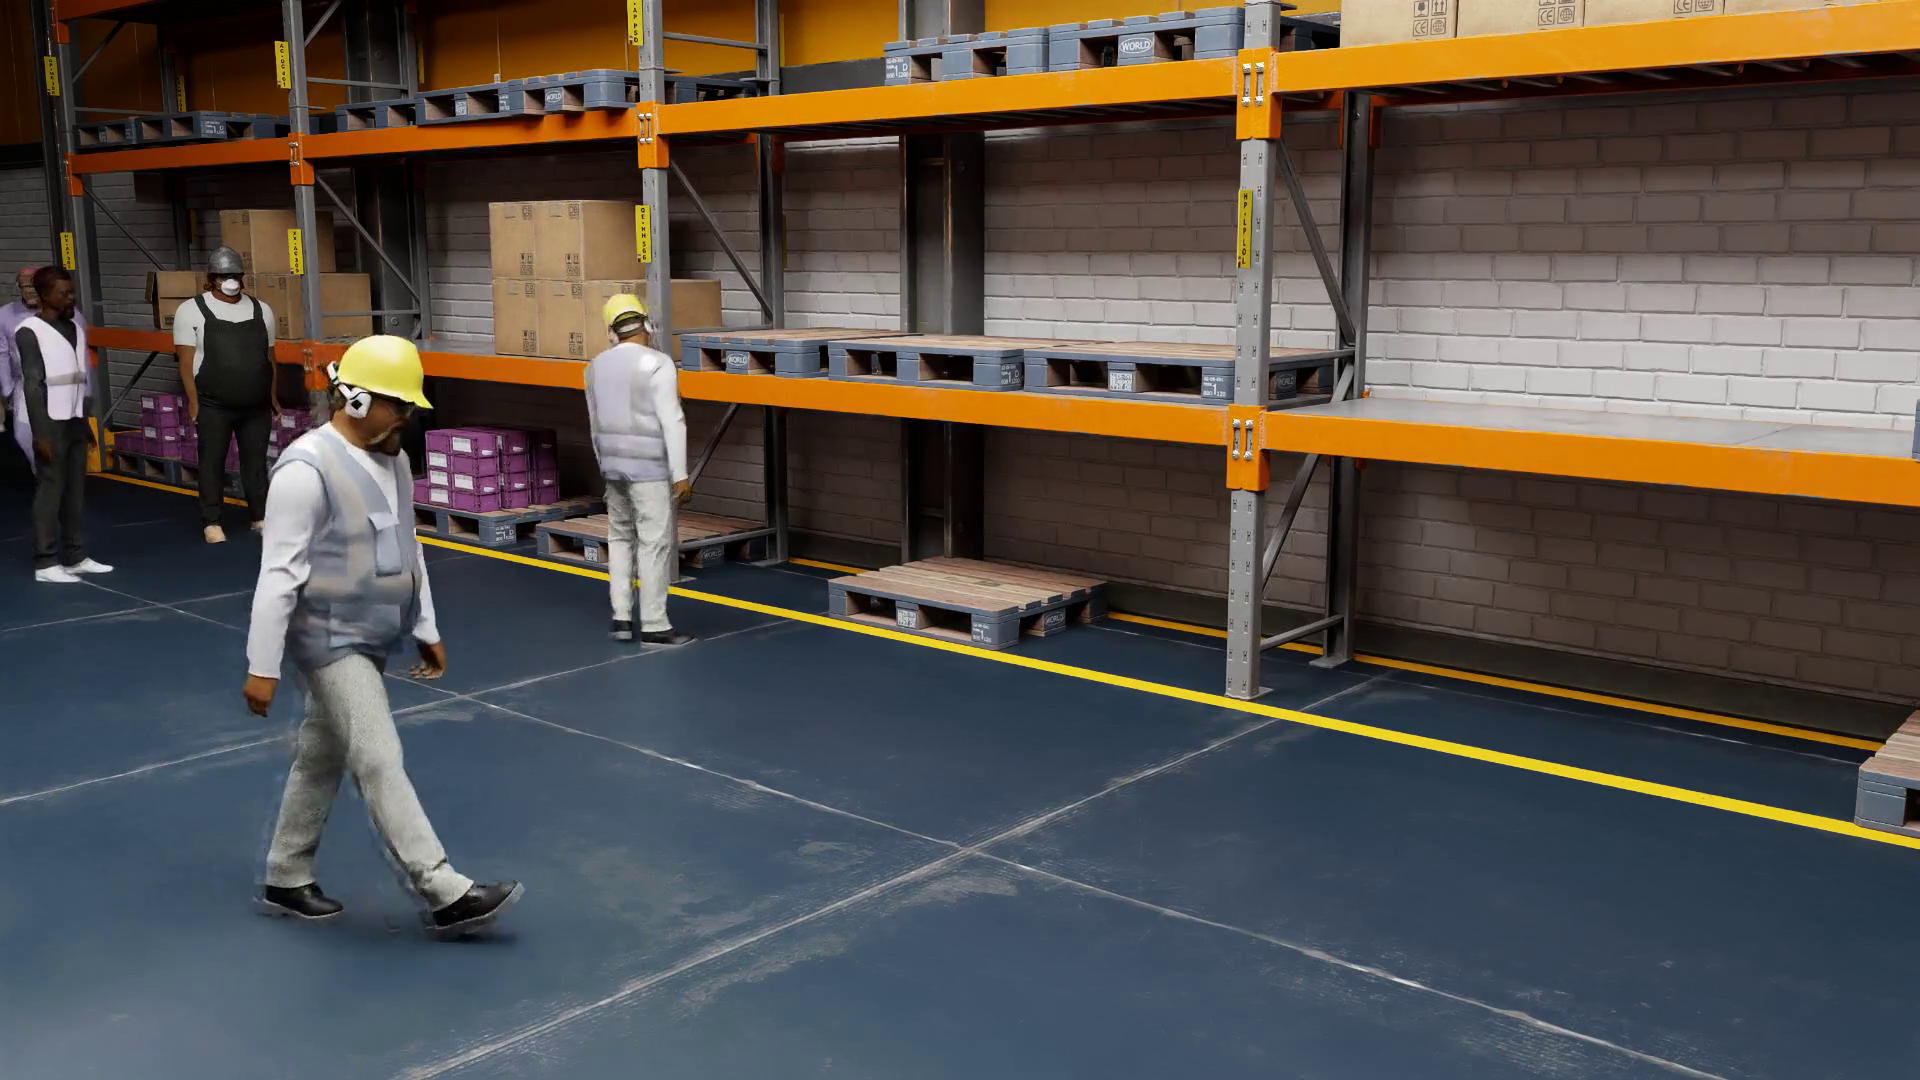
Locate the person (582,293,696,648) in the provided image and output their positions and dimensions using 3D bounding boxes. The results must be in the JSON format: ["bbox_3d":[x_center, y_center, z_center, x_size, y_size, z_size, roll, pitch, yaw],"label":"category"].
[{"bbox_3d":[-1.626,-0.346,8.483,0.654,1.797,0.406,7,12,34],"label":"person"}]

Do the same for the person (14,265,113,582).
[{"bbox_3d":[-5.518,-0.707,10.160,0.372,1.919,0.594,0,10,0],"label":"person"}]

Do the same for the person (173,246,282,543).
[{"bbox_3d":[-5.017,-1.008,11.521,0.675,2.000,0.537,-9,14,-43],"label":"person"}]

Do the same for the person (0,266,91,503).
[{"bbox_3d":[-7.094,-1.173,12.904,0.692,1.883,0.431,-1,10,-8],"label":"person"}]

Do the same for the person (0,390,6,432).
[{"bbox_3d":[-10.719,-1.973,18.173,0.508,1.631,0.264,-9,13,-41],"label":"person"}]

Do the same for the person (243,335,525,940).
[{"bbox_3d":[-1.718,0.296,4.870,0.910,1.764,0.648,1,10,7],"label":"person"}]
